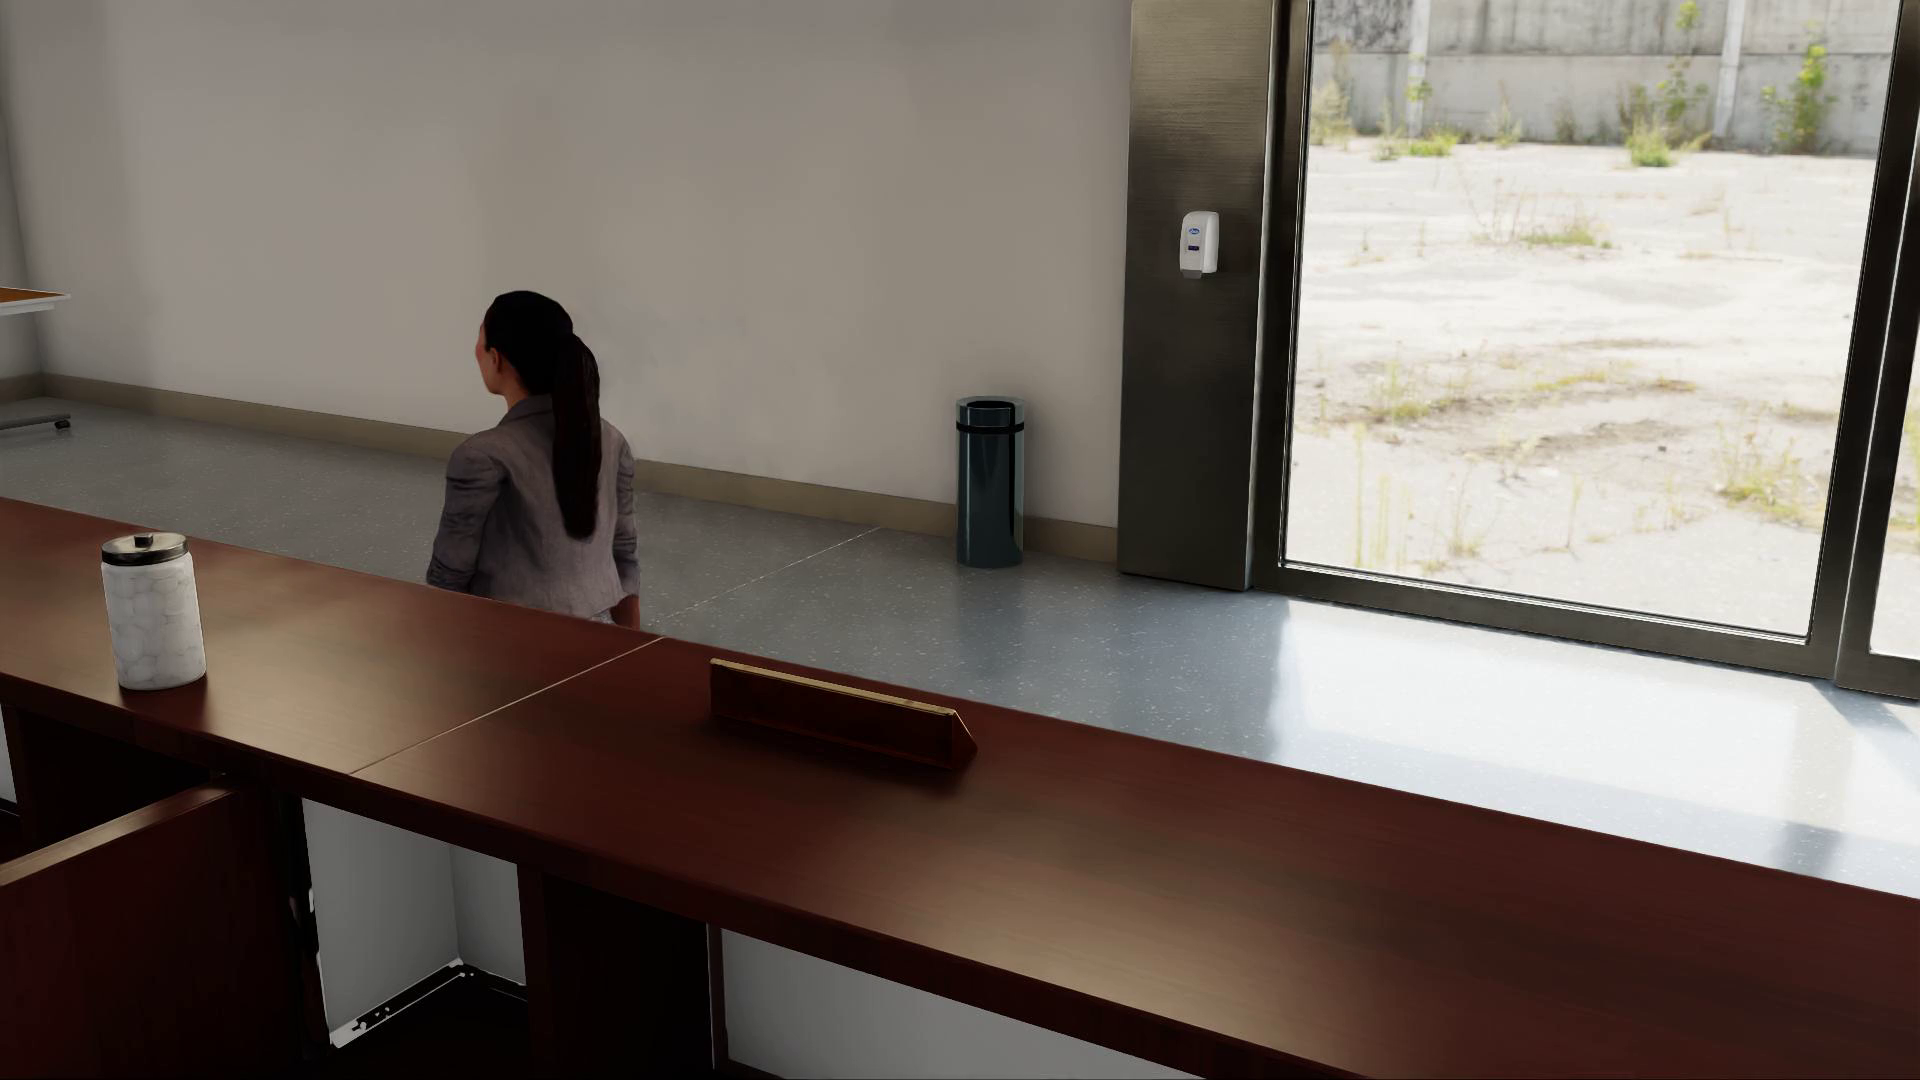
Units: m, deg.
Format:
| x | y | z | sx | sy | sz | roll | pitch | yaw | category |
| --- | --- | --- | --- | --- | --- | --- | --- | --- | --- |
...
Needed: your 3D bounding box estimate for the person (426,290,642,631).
| x | y | z | sx | sy | sz | roll | pitch | yaw | category |
| --- | --- | --- | --- | --- | --- | --- | --- | --- | --- |
| -0.819 | 0.343 | 3.539 | 0.674 | 1.623 | 1.008 | 9 | 18 | 29 | person |
